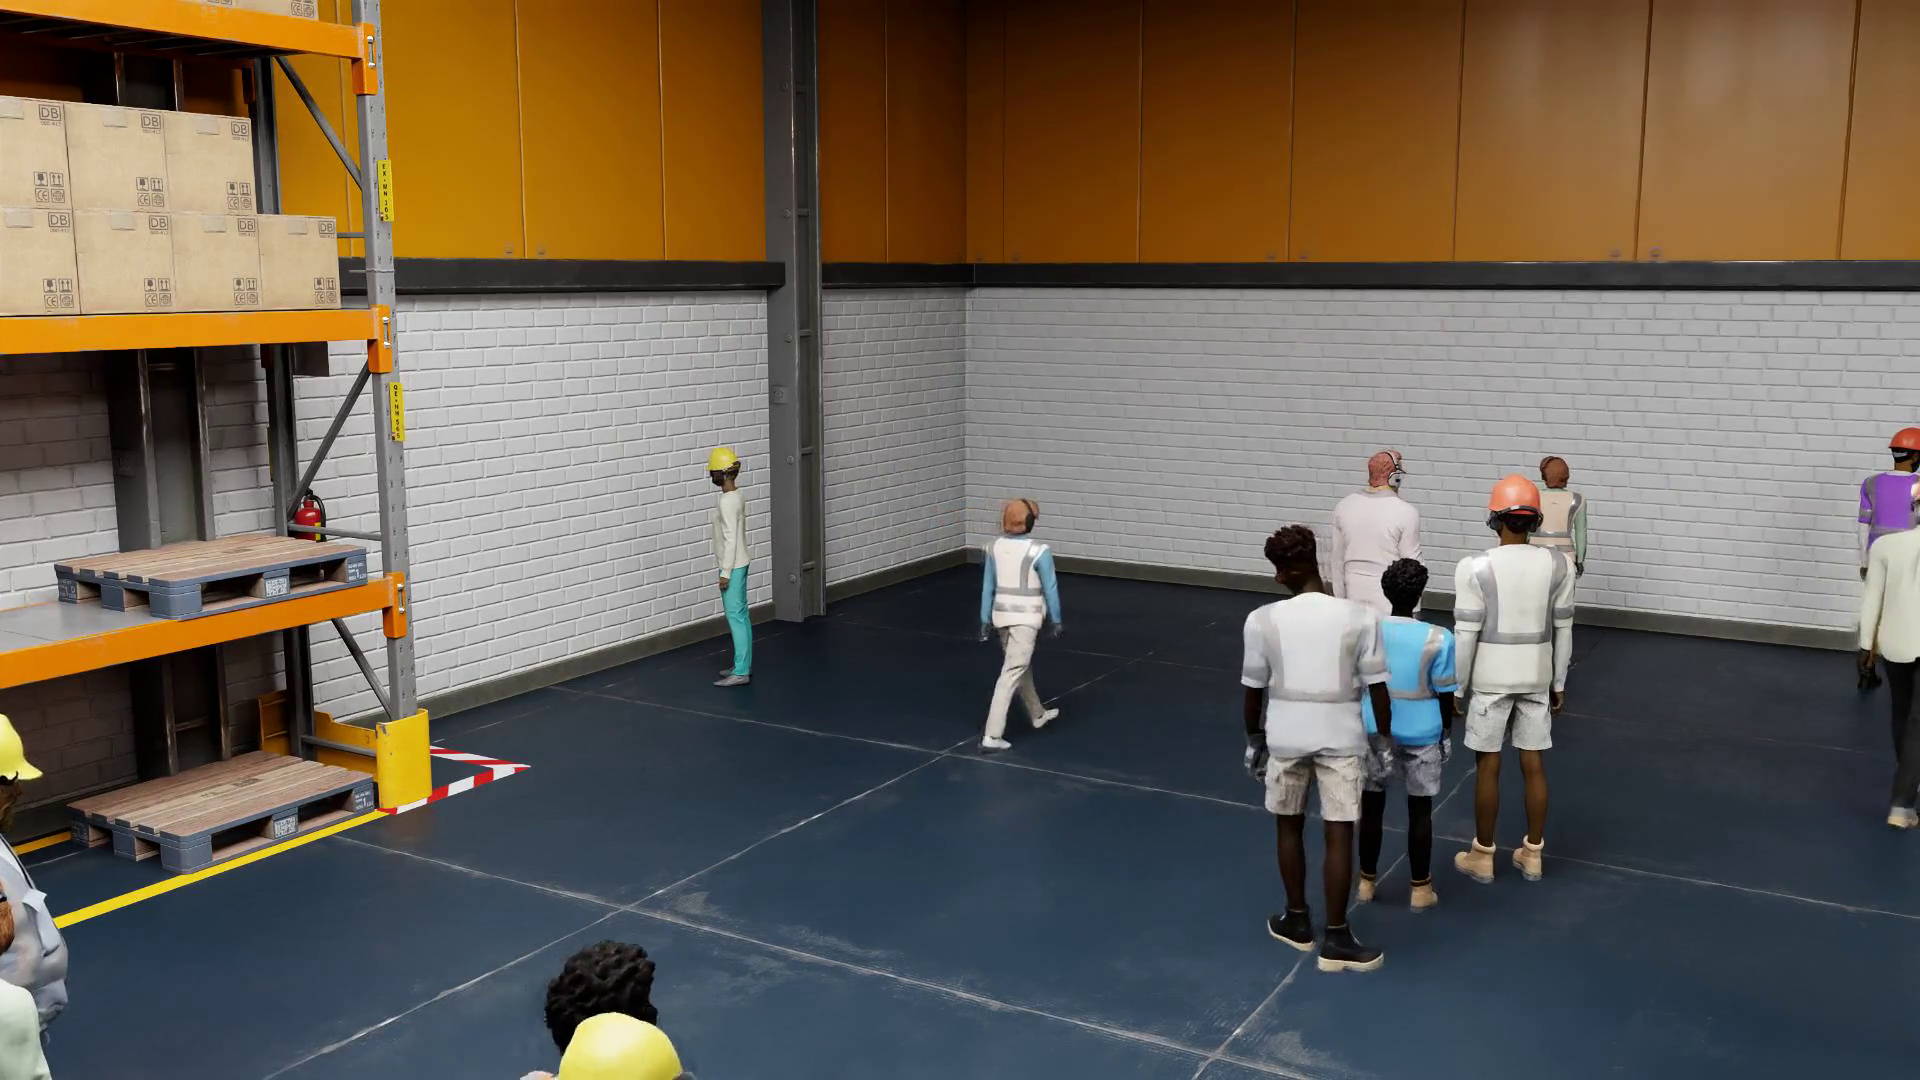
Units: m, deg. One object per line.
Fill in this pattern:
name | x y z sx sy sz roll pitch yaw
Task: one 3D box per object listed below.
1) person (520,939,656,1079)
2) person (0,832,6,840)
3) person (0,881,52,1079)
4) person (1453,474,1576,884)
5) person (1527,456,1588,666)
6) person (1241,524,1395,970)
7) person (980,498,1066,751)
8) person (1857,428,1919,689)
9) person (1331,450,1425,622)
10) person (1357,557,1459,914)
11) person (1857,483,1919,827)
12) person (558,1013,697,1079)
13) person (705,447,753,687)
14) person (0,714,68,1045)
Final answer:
person | -0.653 1.641 3.533 0.548 1.665 0.775 8 12 42
person | -3.283 1.239 5.259 0.593 1.922 0.391 1 9 4
person | -2.407 1.569 4.090 0.499 1.634 0.279 3 9 15
person | 2.721 0.693 8.283 0.605 2.045 0.378 -1 9 -4
person | 4.532 0.175 12.764 0.521 1.645 0.306 2 9 12
person | 1.573 0.907 7.347 0.687 1.926 0.487 3 10 18
person | 0.399 0.530 10.702 0.511 1.590 0.877 8 12 42
person | 6.780 0.153 12.022 0.374 1.928 0.543 -7 11 -36
person | 2.708 0.372 10.716 0.407 1.906 0.655 -8 12 -40
person | 2.082 0.926 7.930 0.560 1.699 0.324 4 10 23
person | 5.396 0.589 9.287 0.642 1.936 1.044 9 12 43
person | -0.524 1.697 2.956 0.466 1.739 0.545 2 9 13
person | -1.708 0.198 12.250 0.324 1.764 0.533 0 9 0
person | -2.722 1.380 4.676 0.403 1.826 0.588 -5 10 -28
